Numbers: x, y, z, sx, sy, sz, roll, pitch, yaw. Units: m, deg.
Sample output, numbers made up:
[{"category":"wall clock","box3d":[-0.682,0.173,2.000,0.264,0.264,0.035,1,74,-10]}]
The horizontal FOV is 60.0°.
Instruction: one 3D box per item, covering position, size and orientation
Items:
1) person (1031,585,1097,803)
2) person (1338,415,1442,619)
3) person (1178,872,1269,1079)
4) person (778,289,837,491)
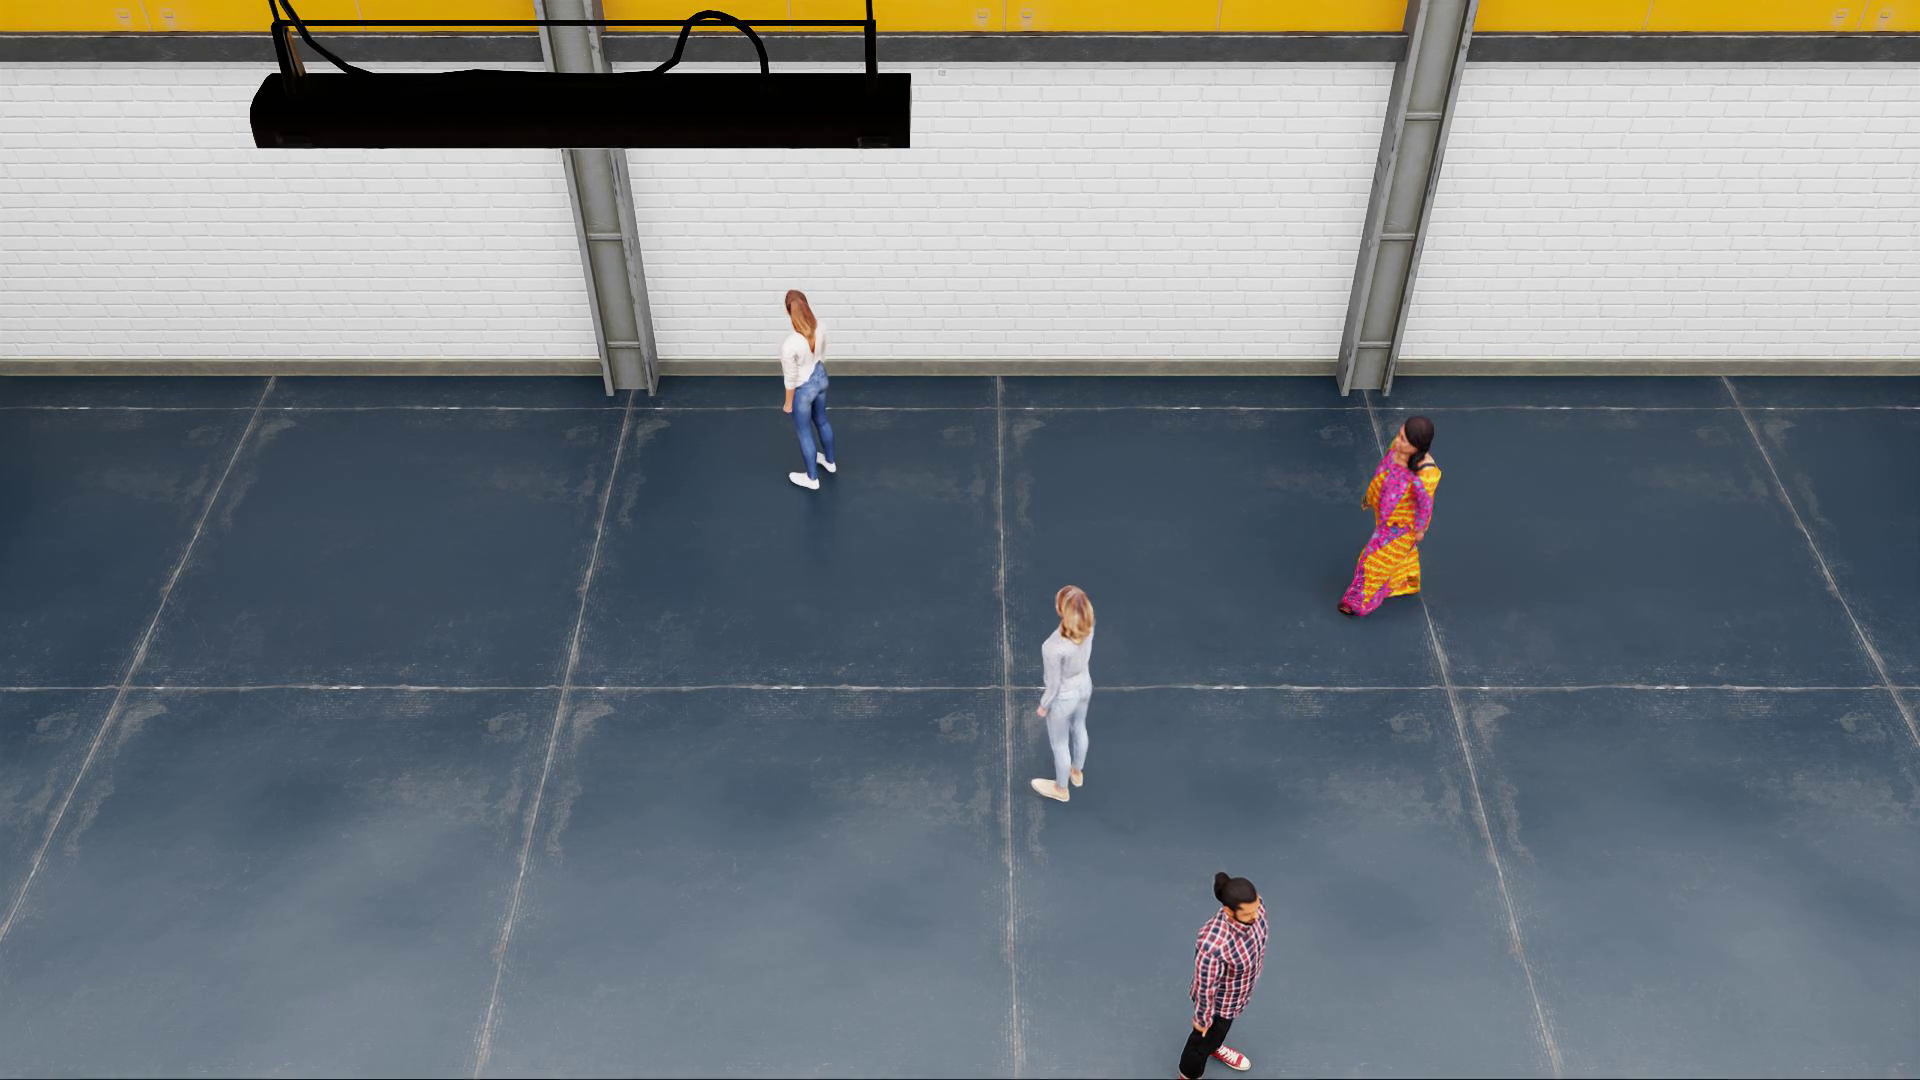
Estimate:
[{"category":"person","box3d":[0.653,0.928,10.060,0.708,1.796,0.666,30,51,28]},{"category":"person","box3d":[3.065,-0.202,11.355,0.939,1.646,0.738,-6,44,-7]},{"category":"person","box3d":[1.379,2.308,8.636,0.807,1.761,0.792,26,49,24]},{"category":"person","box3d":[-1.121,-1.116,12.260,0.705,1.720,0.681,27,50,25]}]
